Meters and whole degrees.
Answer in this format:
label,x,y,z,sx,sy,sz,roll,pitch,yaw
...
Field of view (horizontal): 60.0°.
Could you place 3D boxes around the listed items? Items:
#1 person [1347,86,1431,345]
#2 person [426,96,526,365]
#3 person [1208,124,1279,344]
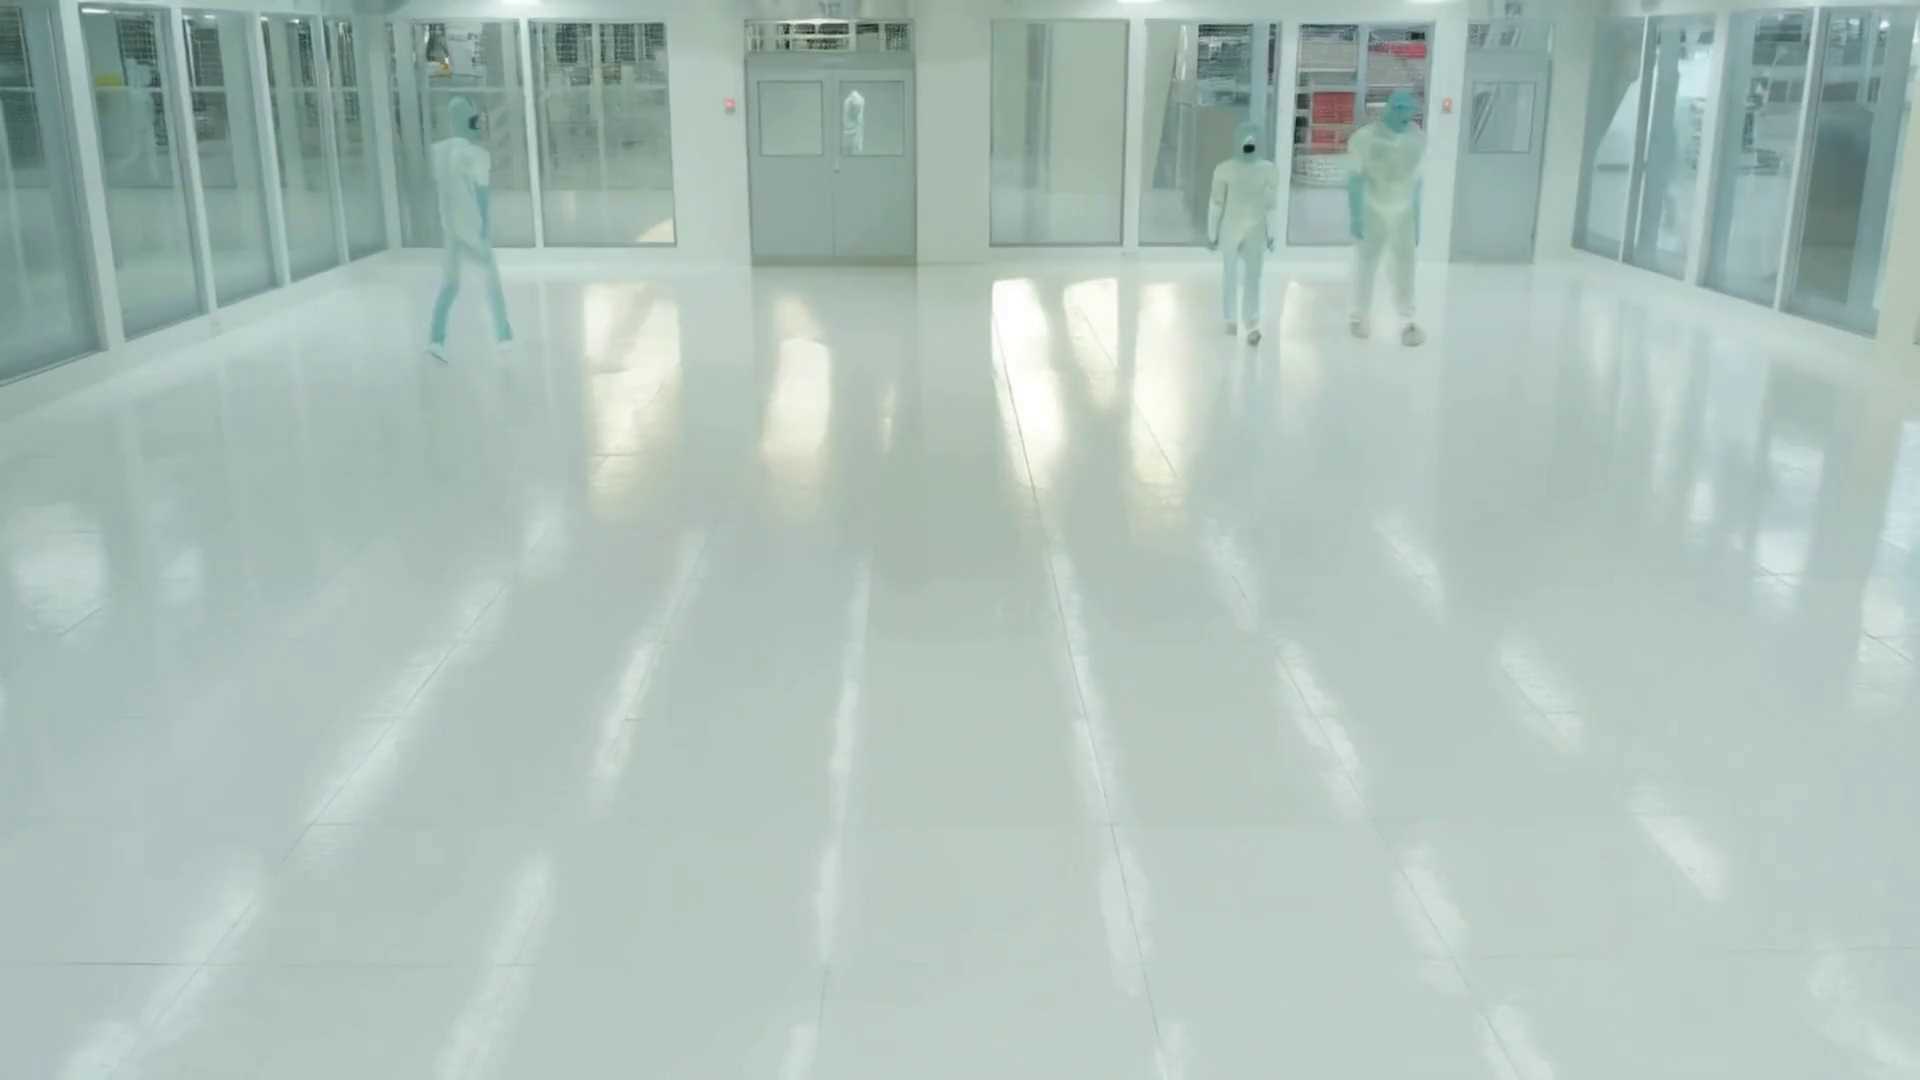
label,x,y,z,sx,sy,sz,roll,pitch,yaw
person,3.168,-2.373,12.259,0.653,1.861,0.973,-1,16,-3
person,-3.474,-2.149,11.581,0.536,1.831,0.973,5,17,17
person,2.105,-2.264,12.349,0.523,1.584,0.834,1,16,4
